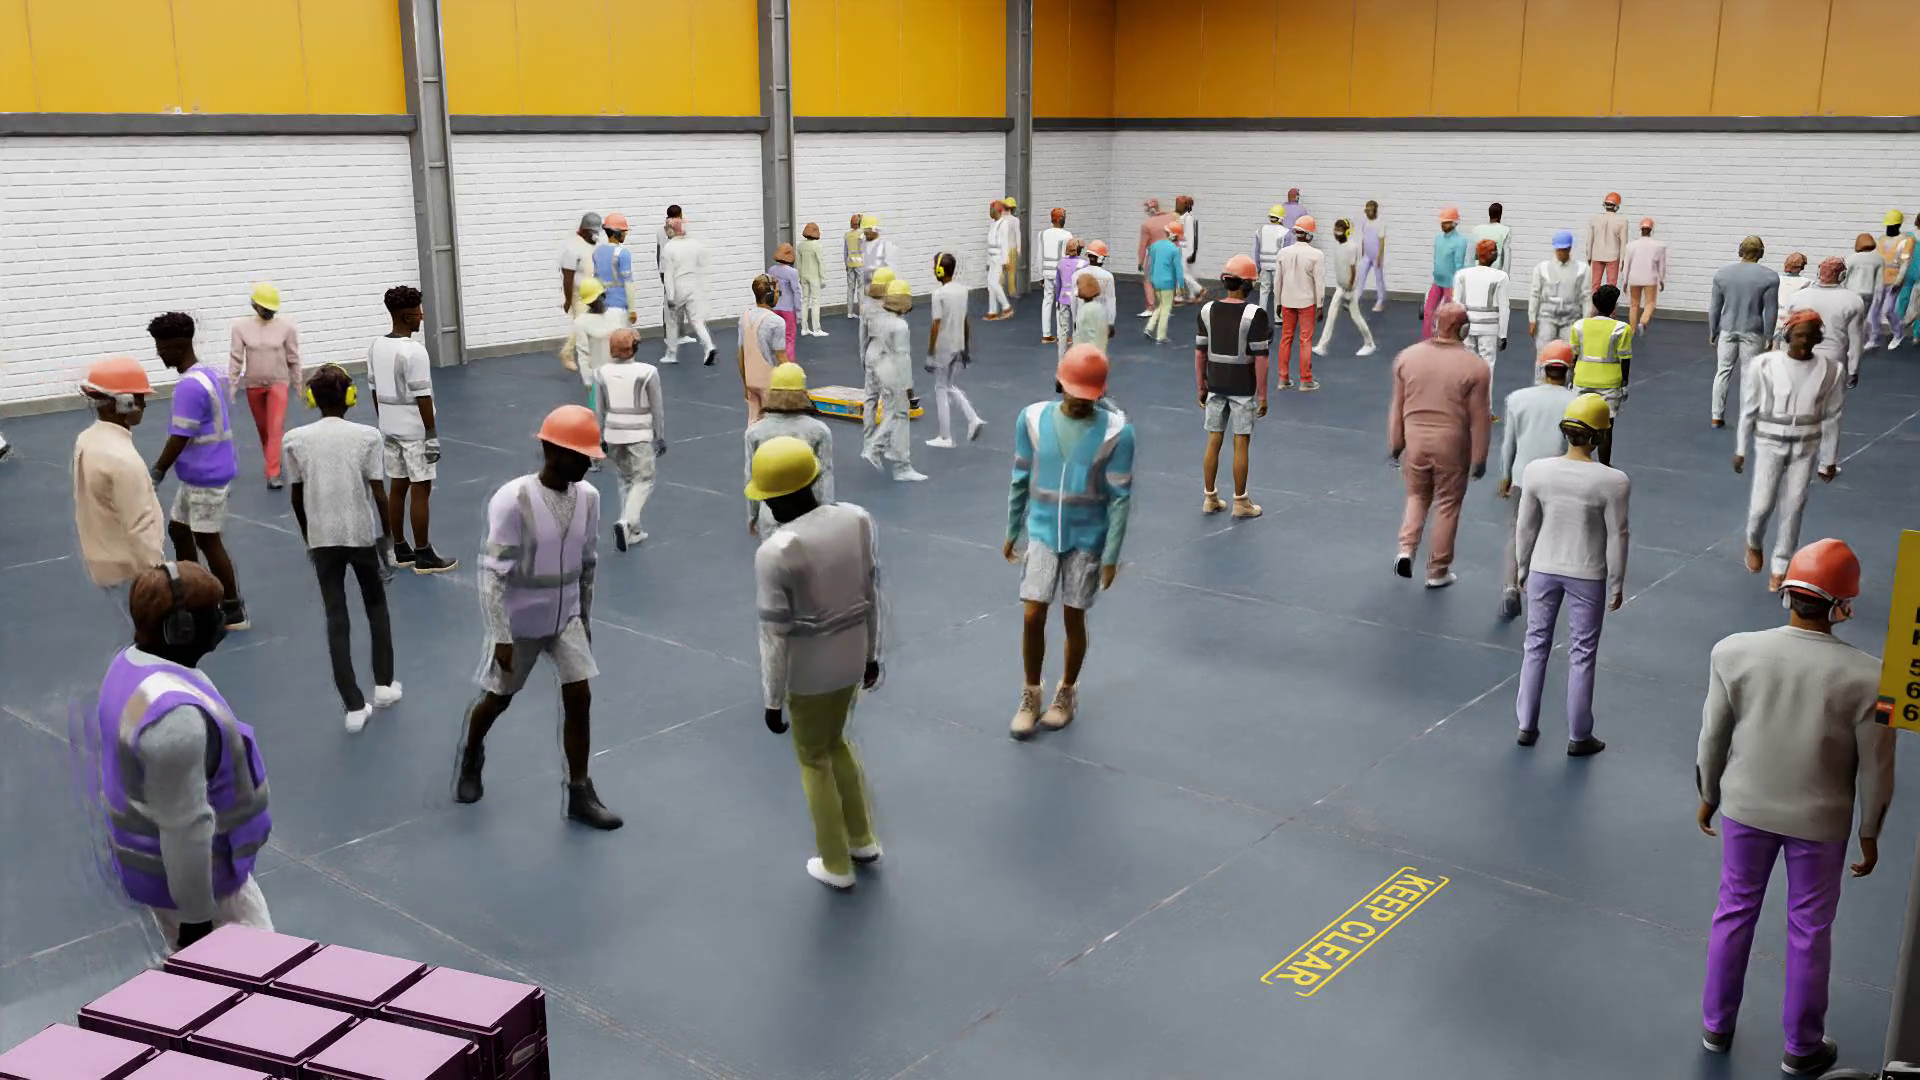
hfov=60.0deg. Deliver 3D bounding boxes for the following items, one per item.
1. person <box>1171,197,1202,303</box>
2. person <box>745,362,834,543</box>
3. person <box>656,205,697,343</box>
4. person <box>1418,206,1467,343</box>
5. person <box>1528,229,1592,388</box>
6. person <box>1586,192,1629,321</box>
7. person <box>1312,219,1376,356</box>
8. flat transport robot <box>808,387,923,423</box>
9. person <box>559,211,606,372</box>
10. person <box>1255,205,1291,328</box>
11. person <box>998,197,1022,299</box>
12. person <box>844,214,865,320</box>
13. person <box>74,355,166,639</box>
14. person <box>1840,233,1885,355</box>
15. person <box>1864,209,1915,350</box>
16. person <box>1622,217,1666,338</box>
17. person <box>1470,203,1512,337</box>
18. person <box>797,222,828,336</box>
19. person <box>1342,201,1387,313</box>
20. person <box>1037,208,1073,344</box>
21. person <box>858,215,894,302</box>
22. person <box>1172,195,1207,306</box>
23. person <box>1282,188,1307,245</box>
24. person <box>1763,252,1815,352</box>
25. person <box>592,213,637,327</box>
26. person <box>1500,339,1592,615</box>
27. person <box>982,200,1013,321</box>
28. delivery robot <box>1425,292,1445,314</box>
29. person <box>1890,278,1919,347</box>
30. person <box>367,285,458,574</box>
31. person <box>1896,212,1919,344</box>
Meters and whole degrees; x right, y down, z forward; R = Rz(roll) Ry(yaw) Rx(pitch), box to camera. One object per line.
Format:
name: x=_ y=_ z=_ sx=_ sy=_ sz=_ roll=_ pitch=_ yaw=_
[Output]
person: x=3.783 y=-4.928 z=28.370 sx=0.626 sy=1.815 sz=0.864 roll=12 pitch=18 yaw=39
person: x=-0.960 y=-0.154 z=9.443 sx=0.504 sy=1.706 sz=0.793 roll=-1 pitch=14 yaw=-3
person: x=-3.999 y=-3.716 z=23.278 sx=0.596 sy=1.913 sz=0.374 roll=11 pitch=18 yaw=38
person: x=6.187 y=-3.309 z=21.514 sx=0.725 sy=1.974 sz=0.652 roll=-6 pitch=15 yaw=-22
person: x=6.414 y=-2.348 z=17.811 sx=0.649 sy=1.938 sz=0.443 roll=4 pitch=15 yaw=15
person: x=9.953 y=-4.334 z=25.585 sx=0.622 sy=1.992 sz=0.394 roll=11 pitch=18 yaw=38
person: x=5.077 y=-3.307 z=21.879 sx=1.003 sy=1.818 sz=0.571 roll=-6 pitch=15 yaw=-22
flat transport robot: x=-1.141 y=-1.441 z=17.521 sx=1.431 sy=0.197 sz=0.652 roll=11 pitch=18 yaw=38
person: x=-4.514 y=-2.997 z=20.151 sx=0.631 sy=2.000 sz=0.694 roll=8 pitch=16 yaw=30
person: x=4.740 y=-4.123 z=25.070 sx=0.600 sy=1.830 sz=0.404 roll=11 pitch=18 yaw=38
person: x=0.858 y=-5.107 z=29.138 sx=0.533 sy=1.767 sz=0.323 roll=11 pitch=18 yaw=38
person: x=-1.605 y=-4.277 z=26.077 sx=0.522 sy=1.639 sz=0.309 roll=11 pitch=18 yaw=38
person: x=-3.864 y=0.129 z=7.774 sx=0.410 sy=1.982 sz=0.662 roll=-11 pitch=18 yaw=-38
person: x=11.892 y=-3.256 z=22.047 sx=0.500 sy=1.608 sz=0.651 roll=1 pitch=14 yaw=2
person: x=12.589 y=-3.500 z=22.460 sx=0.581 sy=1.897 sz=0.593 roll=-5 pitch=15 yaw=-20
person: x=9.693 y=-3.707 z=23.599 sx=0.576 sy=1.731 sz=0.524 roll=8 pitch=16 yaw=31
person: x=7.594 y=-3.860 z=23.846 sx=0.596 sy=1.917 sz=0.374 roll=11 pitch=18 yaw=38
person: x=-2.141 y=-3.766 z=24.048 sx=0.507 sy=1.631 sz=0.267 roll=11 pitch=18 yaw=38
person: x=6.596 y=-4.560 z=26.864 sx=0.918 sy=1.800 sz=0.529 roll=-10 pitch=17 yaw=-36
person: x=1.343 y=-3.666 z=23.141 sx=0.584 sy=1.882 sz=0.339 roll=11 pitch=18 yaw=38
person: x=-1.102 y=-3.542 z=22.824 sx=0.617 sy=1.802 sz=0.580 roll=12 pitch=18 yaw=39
person: x=3.798 y=-4.836 z=27.867 sx=0.568 sy=1.862 sz=0.626 roll=-2 pitch=14 yaw=-7
person: x=5.895 y=-5.283 z=29.559 sx=0.651 sy=1.906 sz=0.403 roll=11 pitch=18 yaw=38
person: x=9.124 y=-2.339 z=18.336 sx=0.522 sy=1.639 sz=0.309 roll=11 pitch=18 yaw=38
person: x=-3.866 y=-2.667 z=18.830 sx=0.615 sy=2.039 sz=0.392 roll=11 pitch=18 yaw=38
person: x=3.648 y=-0.396 z=10.406 sx=0.558 sy=1.718 sz=0.799 roll=8 pitch=16 yaw=29
person: x=0.562 y=-4.341 z=25.880 sx=0.435 sy=1.862 sz=0.613 roll=-6 pitch=15 yaw=-21
delivery robot: x=7.527 y=-3.805 z=26.201 sx=0.477 sy=0.478 sz=0.707 roll=5 pitch=15 yaw=19
person: x=13.173 y=-3.408 z=22.658 sx=0.729 sy=1.613 sz=0.523 roll=-1 pitch=14 yaw=-5
person: x=-3.748 y=-0.751 z=11.324 sx=0.613 sy=1.963 sz=0.361 roll=11 pitch=18 yaw=38
person: x=13.314 y=-3.652 z=23.164 sx=0.514 sy=1.844 sz=0.328 roll=11 pitch=18 yaw=38
